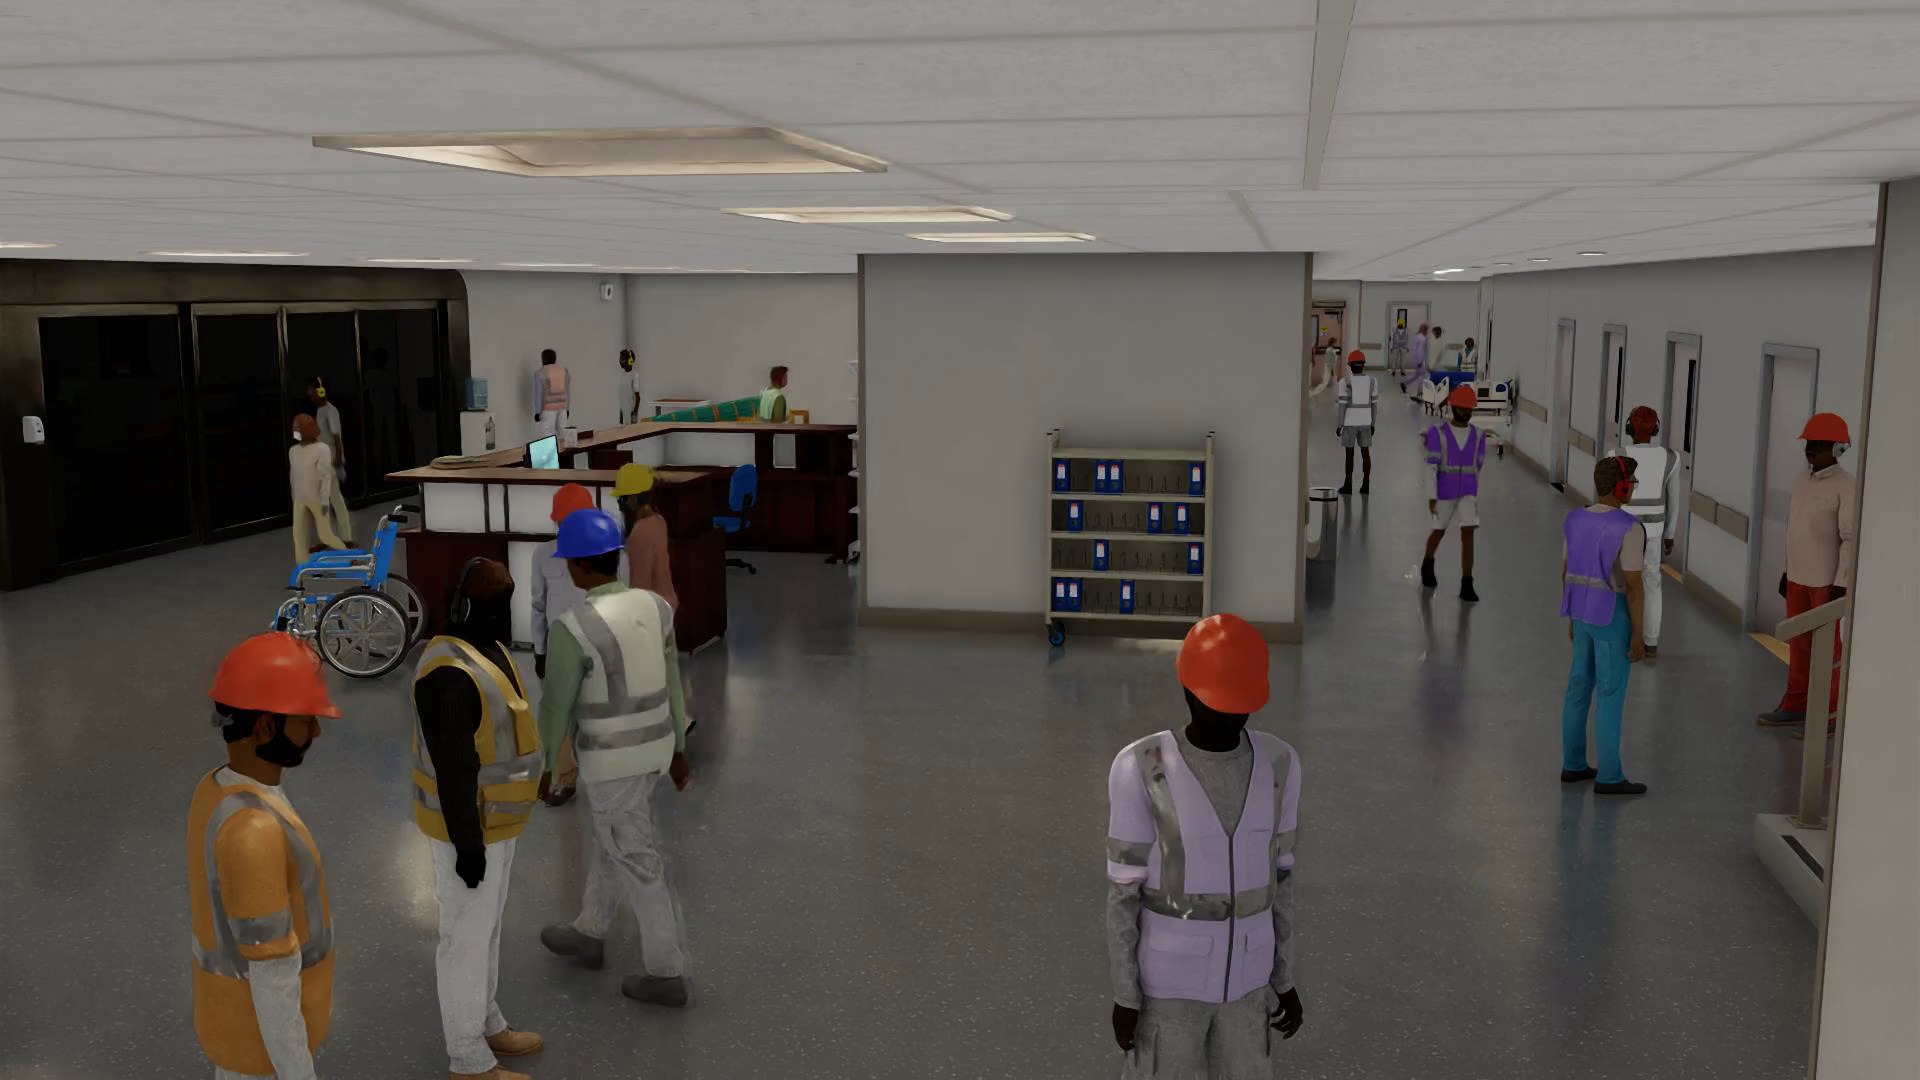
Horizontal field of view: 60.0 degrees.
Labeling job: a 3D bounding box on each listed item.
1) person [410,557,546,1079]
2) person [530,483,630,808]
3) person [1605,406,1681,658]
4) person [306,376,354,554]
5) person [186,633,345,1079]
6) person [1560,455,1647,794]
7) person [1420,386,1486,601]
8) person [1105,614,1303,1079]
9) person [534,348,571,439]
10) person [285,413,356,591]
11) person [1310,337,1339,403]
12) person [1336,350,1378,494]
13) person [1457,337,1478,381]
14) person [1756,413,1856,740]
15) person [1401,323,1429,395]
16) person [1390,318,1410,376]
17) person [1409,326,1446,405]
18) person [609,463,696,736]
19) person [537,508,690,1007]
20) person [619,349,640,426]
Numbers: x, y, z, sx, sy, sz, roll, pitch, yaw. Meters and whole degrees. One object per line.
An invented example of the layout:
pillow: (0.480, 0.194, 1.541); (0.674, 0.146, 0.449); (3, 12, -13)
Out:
person: (-1.642, 0.970, 5.724); (0.430, 1.841, 0.624); (-1, 9, -4)
person: (-1.997, 0.563, 8.737); (0.563, 1.742, 0.361); (2, 9, 11)
person: (5.025, -0.054, 12.352); (0.585, 1.882, 0.344); (0, 9, -1)
person: (-6.649, -0.776, 17.289); (0.657, 1.839, 0.497); (-4, 9, -25)
person: (-1.643, 1.179, 4.027); (0.373, 1.929, 0.542); (-5, 10, -32)
person: (3.501, 0.460, 9.079); (0.390, 1.846, 0.563); (-3, 9, -21)
person: (4.428, -0.449, 14.950); (0.543, 1.901, 0.951); (0, 9, -1)
person: (0.650, 1.134, 4.333); (0.543, 1.927, 0.375); (-3, 9, -17)
person: (-6.239, -2.005, 25.456); (0.430, 1.842, 0.634); (8, 12, 42)
person: (-5.932, -0.366, 15.307); (0.502, 1.612, 0.682); (3, 9, 21)
person: (8.864, -4.090, 40.100); (0.814, 1.608, 0.518); (3, 9, 22)
person: (5.308, -1.574, 22.300); (0.543, 1.930, 0.372); (-1, 9, -7)
person: (11.799, -3.881, 38.595); (0.516, 1.634, 0.311); (6, 10, 34)
person: (5.234, 0.218, 10.179); (0.375, 1.997, 0.612); (-1, 9, -8)
person: (11.729, -4.617, 42.638); (0.628, 1.881, 0.648); (-1, 9, -5)
person: (13.991, -6.132, 52.867); (0.594, 1.828, 0.403); (1, 9, 8)
person: (11.126, -4.073, 39.030); (1.057, 1.874, 0.638); (3, 9, 20)
person: (-1.813, 0.417, 9.694); (0.400, 1.746, 0.546); (1, 9, 6)
person: (-1.418, 0.827, 6.430); (0.910, 1.903, 0.601); (4, 9, 24)
person: (-4.844, -1.847, 24.287); (0.328, 1.875, 0.513); (-6, 11, -36)
